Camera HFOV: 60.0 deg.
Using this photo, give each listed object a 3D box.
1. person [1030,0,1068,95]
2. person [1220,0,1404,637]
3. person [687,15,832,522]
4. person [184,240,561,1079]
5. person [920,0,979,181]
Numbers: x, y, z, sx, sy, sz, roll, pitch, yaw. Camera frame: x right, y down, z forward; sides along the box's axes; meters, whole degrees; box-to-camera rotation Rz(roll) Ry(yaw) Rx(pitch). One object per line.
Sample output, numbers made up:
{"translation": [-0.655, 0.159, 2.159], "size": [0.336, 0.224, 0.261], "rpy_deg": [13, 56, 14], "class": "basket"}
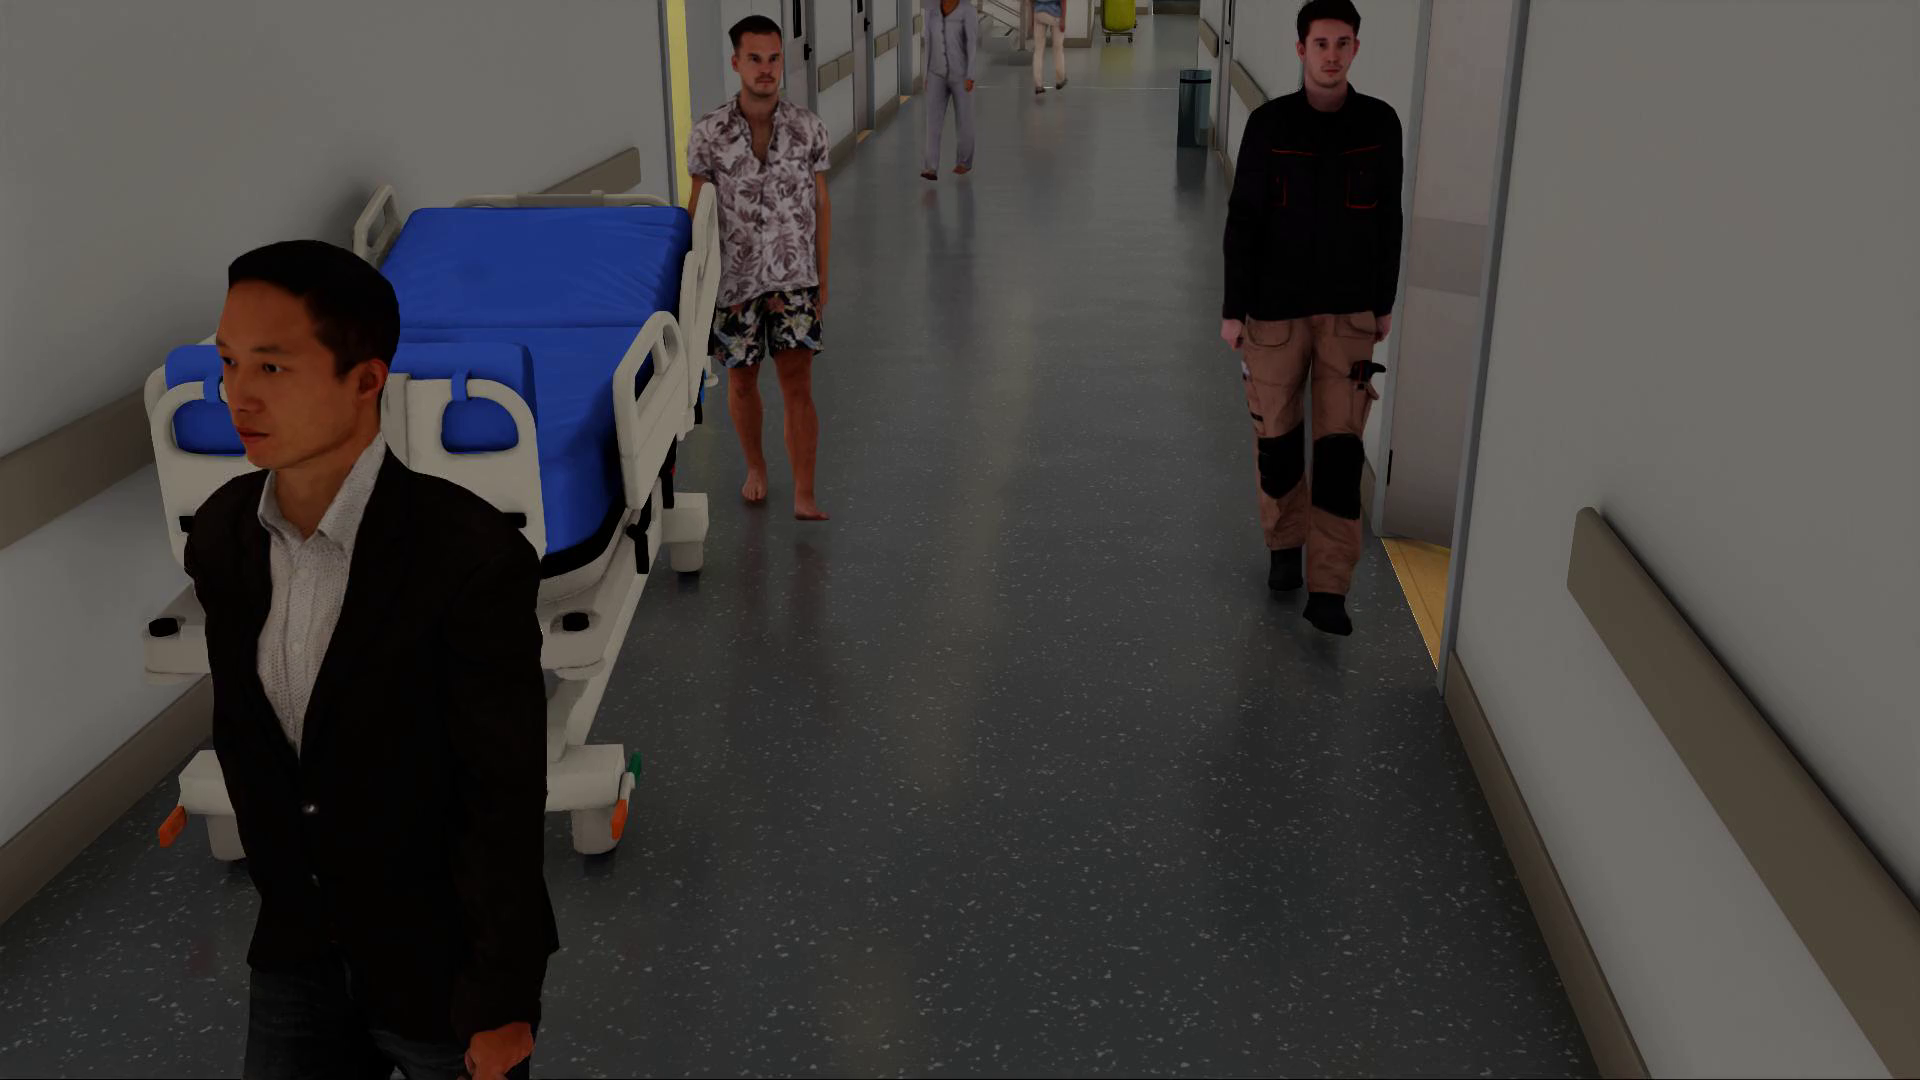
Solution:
{"translation": [1.038, -6.308, 20.178], "size": [1.205, 1.796, 0.930], "rpy_deg": [7, 22, 18], "class": "person"}
{"translation": [1.101, -0.715, 5.273], "size": [0.931, 1.895, 0.759], "rpy_deg": [2, 21, 5], "class": "person"}
{"translation": [-0.750, -0.986, 6.140], "size": [1.058, 1.786, 0.934], "rpy_deg": [-3, 21, -9], "class": "person"}
{"translation": [-0.700, 0.480, 2.267], "size": [0.696, 1.788, 0.810], "rpy_deg": [6, 22, 15], "class": "person"}
{"translation": [-0.039, -3.864, 13.875], "size": [1.117, 1.690, 0.892], "rpy_deg": [7, 22, 18], "class": "person"}
